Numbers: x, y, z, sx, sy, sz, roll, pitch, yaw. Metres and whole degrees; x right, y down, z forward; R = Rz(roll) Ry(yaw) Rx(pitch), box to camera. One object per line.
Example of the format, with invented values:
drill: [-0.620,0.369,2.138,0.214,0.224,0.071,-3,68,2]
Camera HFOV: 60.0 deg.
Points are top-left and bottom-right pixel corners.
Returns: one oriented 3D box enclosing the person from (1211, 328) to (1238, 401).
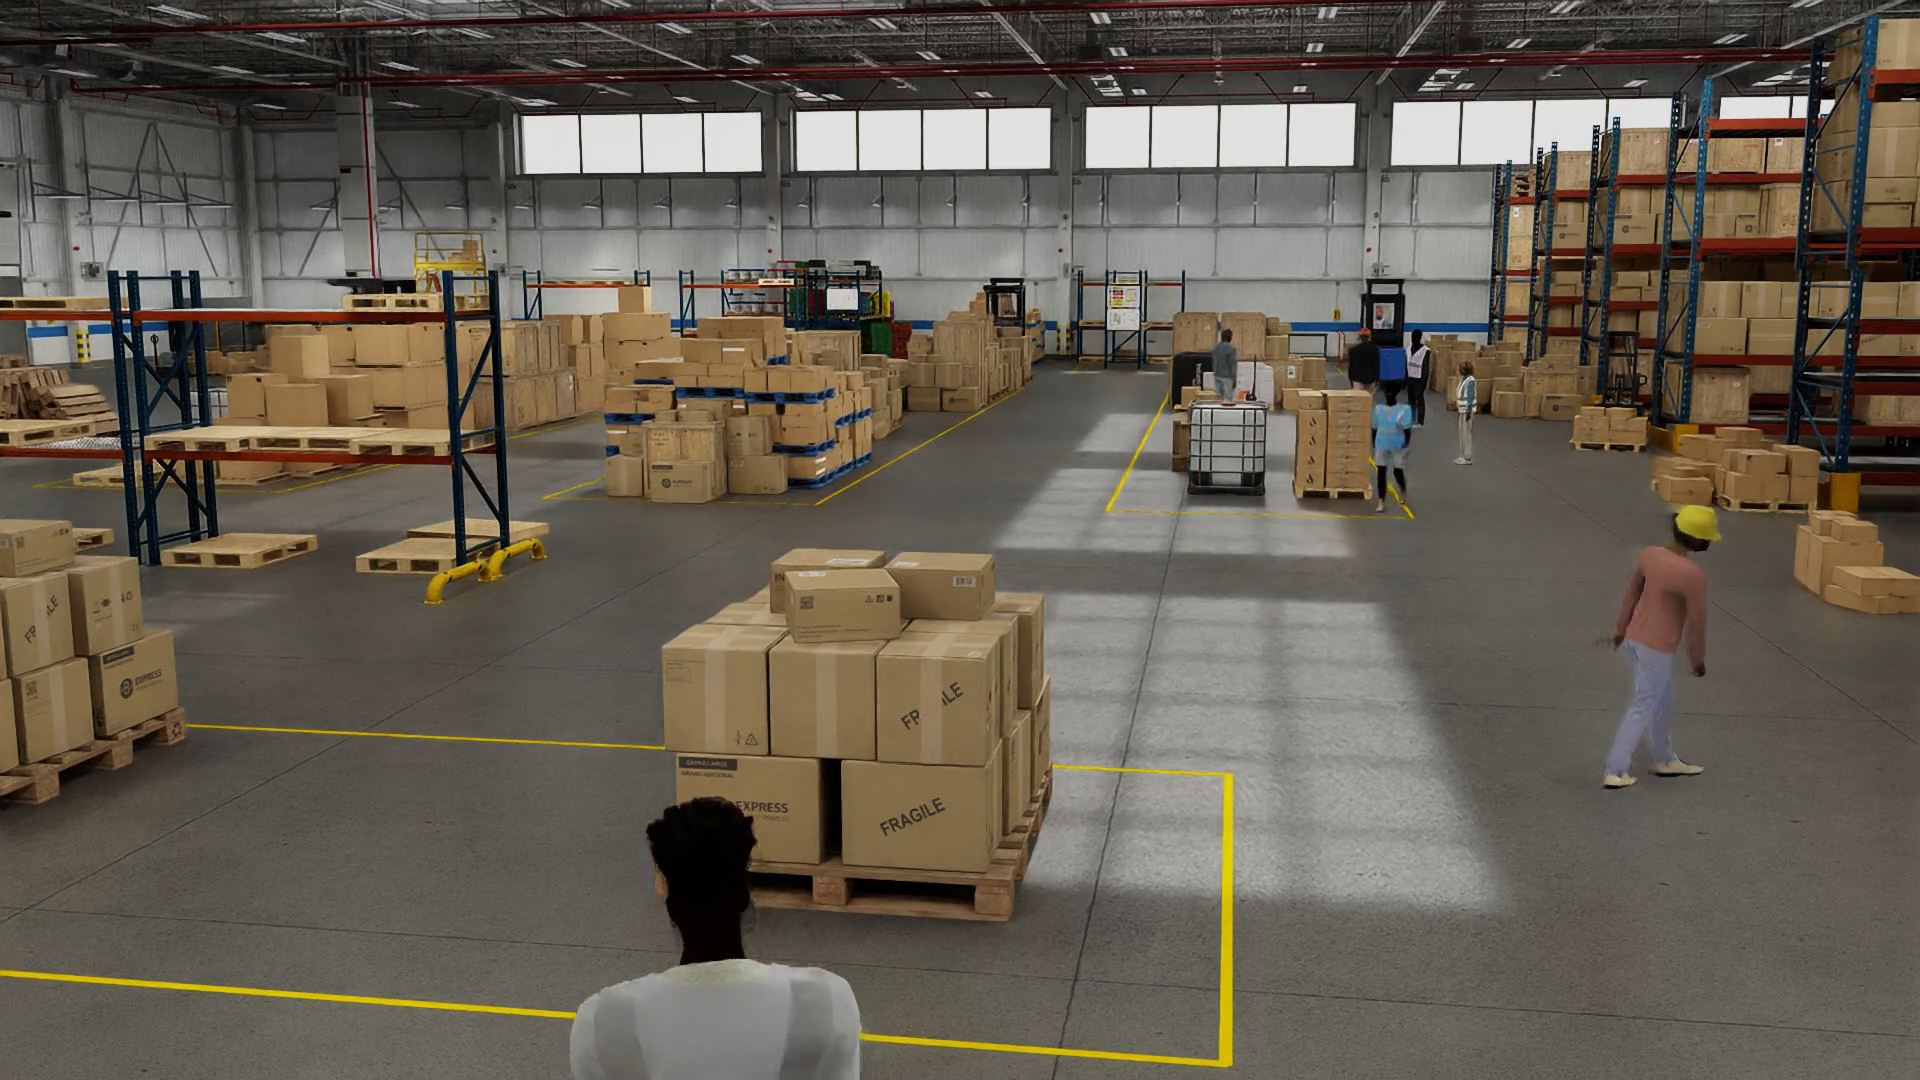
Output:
person: [5.068,-3.088,31.874,0.372,1.935,0.625,-7,12,-37]

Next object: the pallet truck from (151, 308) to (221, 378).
pallet truck: [-21.869,-5.598,47.154,0.823,1.965,1.885,4,10,26]

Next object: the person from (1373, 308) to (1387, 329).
person: [12.489,-5.990,49.799,0.581,1.922,0.445,5,11,29]

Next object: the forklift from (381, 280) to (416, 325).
forklift: [-11.959,-4.169,35.627,1.873,2.768,1.129,1,9,9]

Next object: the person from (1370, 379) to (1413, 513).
person: [5.423,-1.188,20.897,0.541,1.683,0.514,5,11,30]

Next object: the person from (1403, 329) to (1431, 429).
person: [8.779,-3.088,31.955,0.397,1.911,0.587,-5,11,-29]

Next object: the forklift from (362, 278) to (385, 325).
forklift: [-15.346,-5.476,43.687,1.873,2.768,1.129,-6,11,-34]

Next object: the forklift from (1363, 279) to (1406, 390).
forklift: [10.752,-5.246,42.267,1.129,2.768,1.873,1,9,9]

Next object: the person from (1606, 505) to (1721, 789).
person: [4.126,0.622,9.682,0.712,1.709,0.591,-1,9,-8]

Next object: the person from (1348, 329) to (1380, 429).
person: [7.669,-3.030,31.522,0.627,1.921,1.069,4,10,25]

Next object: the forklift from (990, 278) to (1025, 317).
forklift: [1.321,-5.926,46.464,1.129,2.768,1.873,1,9,9]

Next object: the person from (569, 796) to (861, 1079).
person: [-0.497,1.496,3.514,0.640,1.954,0.454,-1,9,-6]

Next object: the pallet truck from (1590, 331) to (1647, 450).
pallet truck: [11.253,-2.573,28.499,0.823,1.965,1.885,5,10,27]

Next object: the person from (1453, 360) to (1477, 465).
person: [7.924,-1.995,26.063,0.325,1.631,0.520,0,9,-1]
